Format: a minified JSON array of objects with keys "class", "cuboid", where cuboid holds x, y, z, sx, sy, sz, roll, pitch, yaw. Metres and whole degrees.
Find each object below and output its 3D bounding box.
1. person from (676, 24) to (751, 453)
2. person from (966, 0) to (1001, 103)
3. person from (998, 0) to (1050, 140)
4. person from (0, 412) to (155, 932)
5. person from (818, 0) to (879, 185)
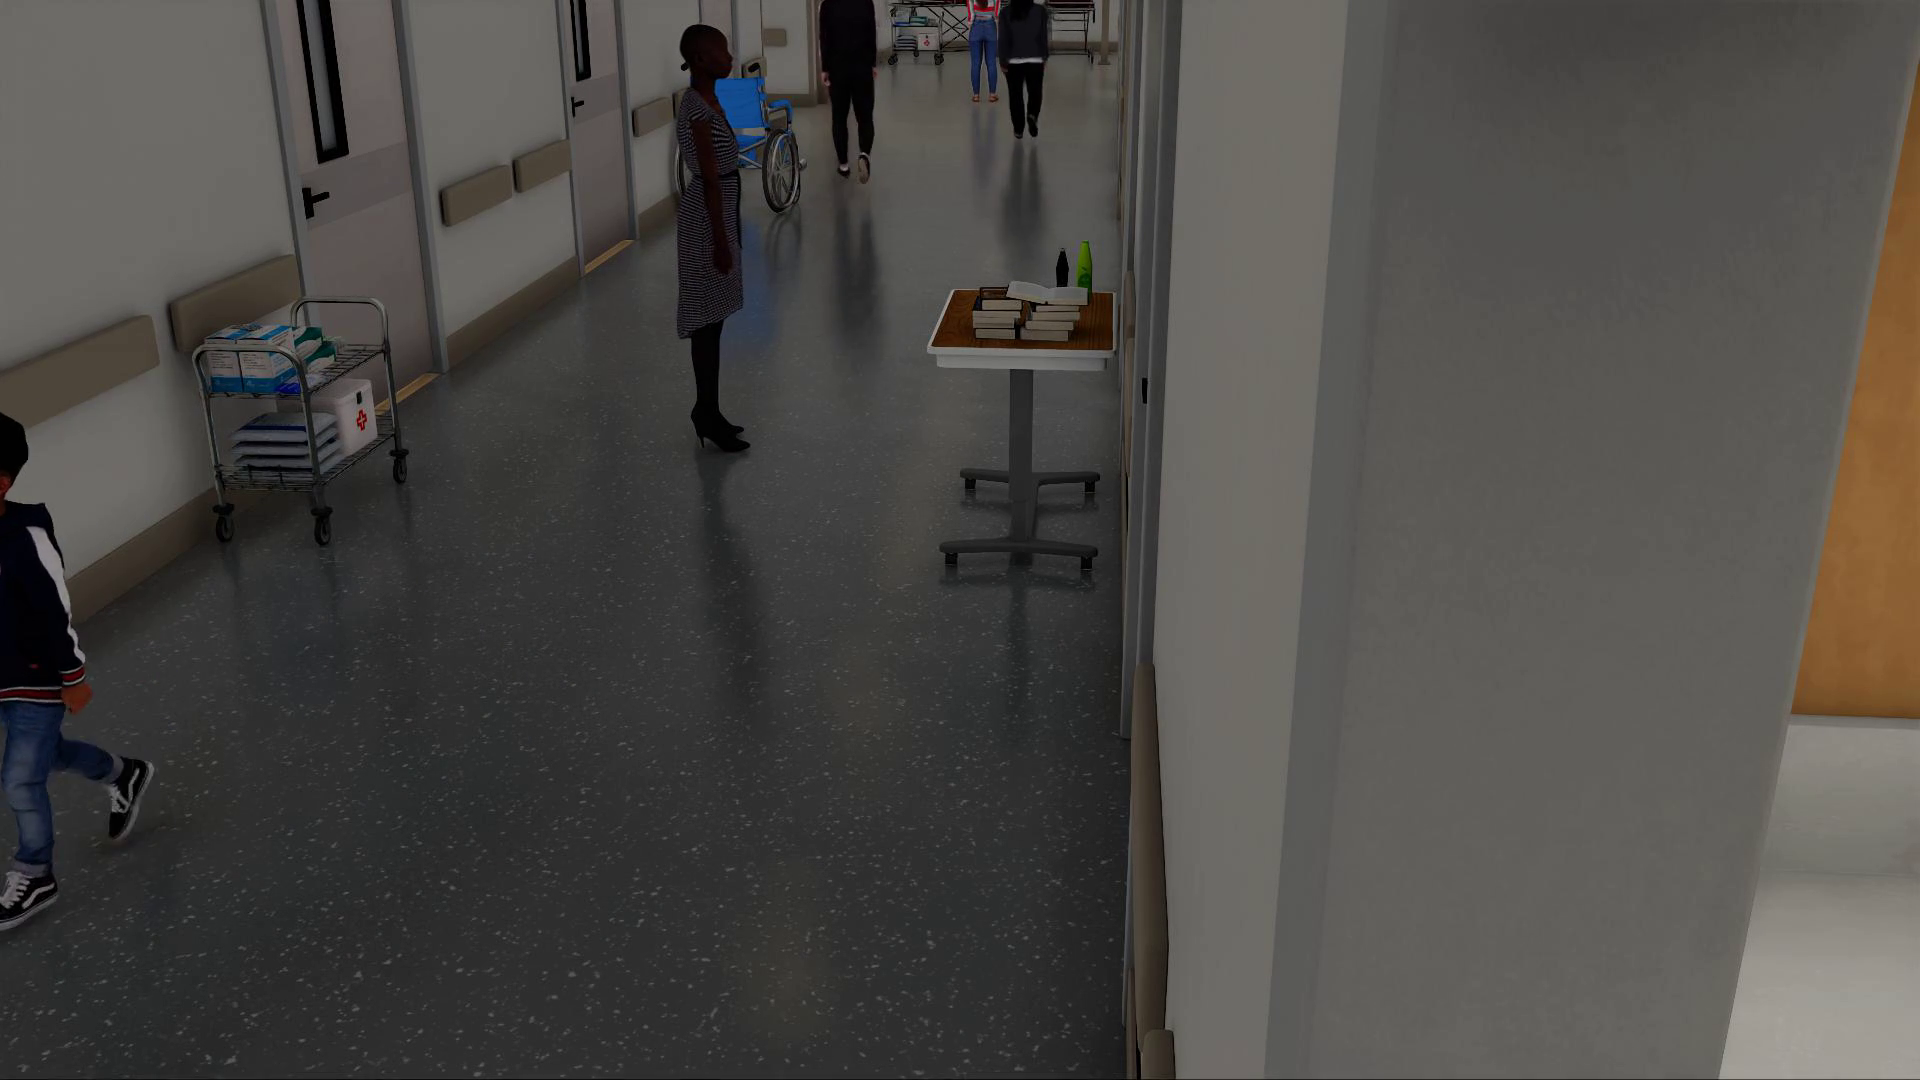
[{"class":"person","cuboid":[-1.076,-1.282,7.145,0.729,1.788,0.554,-3,21,-9]},{"class":"person","cuboid":[0.291,-6.247,20.500,0.579,1.613,0.492,2,21,6]},{"class":"person","cuboid":[0.657,-4.878,16.922,0.703,1.587,0.803,0,21,0]},{"class":"person","cuboid":[-2.156,0.265,3.884,0.636,1.205,0.856,7,22,18]},{"class":"person","cuboid":[-0.909,-3.890,14.021,0.801,1.795,1.235,-2,21,-5]}]
